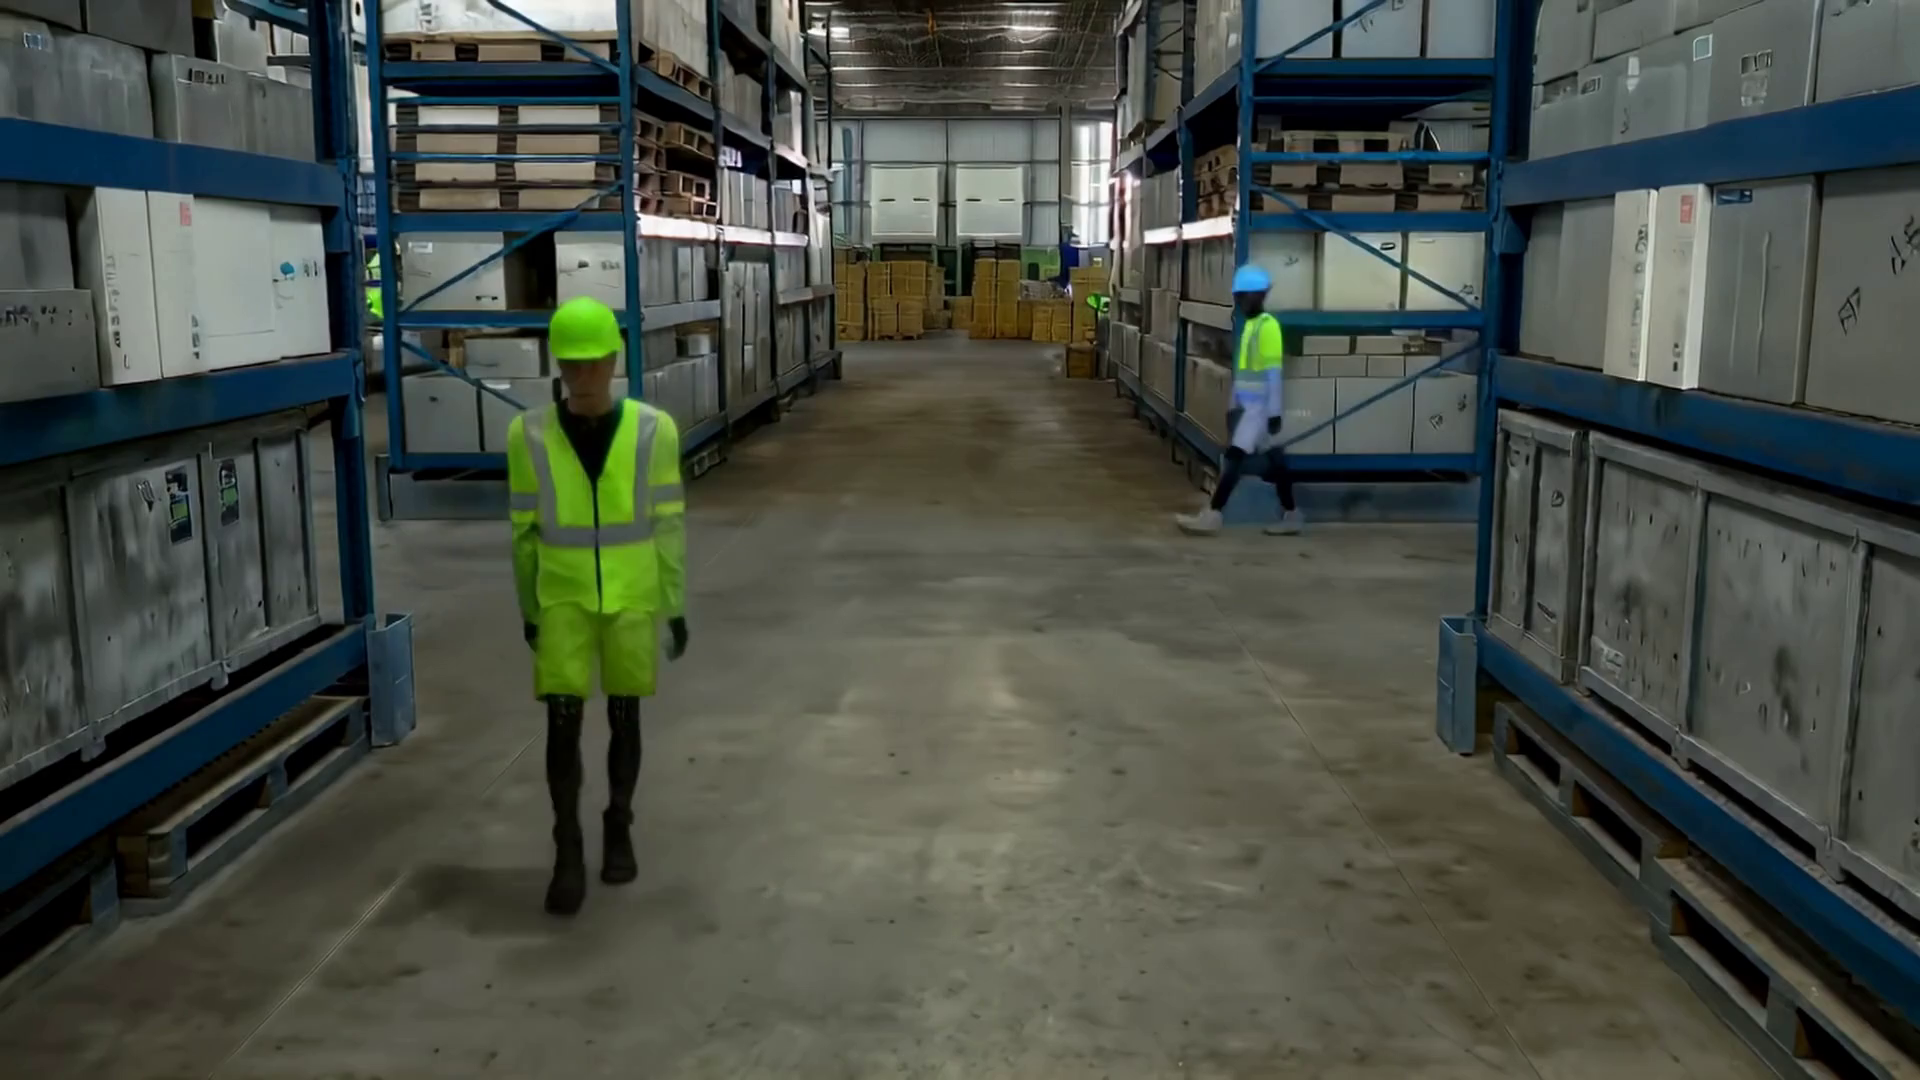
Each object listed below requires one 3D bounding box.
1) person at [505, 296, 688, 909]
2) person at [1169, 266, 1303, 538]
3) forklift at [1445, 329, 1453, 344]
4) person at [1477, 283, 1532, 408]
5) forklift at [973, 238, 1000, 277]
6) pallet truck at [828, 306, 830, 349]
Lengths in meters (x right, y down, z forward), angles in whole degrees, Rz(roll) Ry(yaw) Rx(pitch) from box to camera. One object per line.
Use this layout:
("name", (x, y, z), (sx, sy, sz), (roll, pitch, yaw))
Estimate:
("person", (-1.135, 0.201, 5.255), (0.548, 1.914, 0.673), (-2, 10, -13))
("person", (2.054, -0.989, 12.144), (1.044, 1.986, 0.628), (0, 9, 0))
("forklift", (11.273, -5.399, 35.901), (1.129, 2.768, 1.873), (0, 9, 1))
("person", (5.069, -1.425, 15.235), (0.654, 1.829, 0.446), (0, 9, -1))
("forklift", (0.885, -8.724, 55.817), (1.129, 2.768, 1.873), (0, 9, 0))
("pallet truck", (-3.100, -3.940, 29.800), (1.885, 1.965, 0.823), (3, 10, 19))
